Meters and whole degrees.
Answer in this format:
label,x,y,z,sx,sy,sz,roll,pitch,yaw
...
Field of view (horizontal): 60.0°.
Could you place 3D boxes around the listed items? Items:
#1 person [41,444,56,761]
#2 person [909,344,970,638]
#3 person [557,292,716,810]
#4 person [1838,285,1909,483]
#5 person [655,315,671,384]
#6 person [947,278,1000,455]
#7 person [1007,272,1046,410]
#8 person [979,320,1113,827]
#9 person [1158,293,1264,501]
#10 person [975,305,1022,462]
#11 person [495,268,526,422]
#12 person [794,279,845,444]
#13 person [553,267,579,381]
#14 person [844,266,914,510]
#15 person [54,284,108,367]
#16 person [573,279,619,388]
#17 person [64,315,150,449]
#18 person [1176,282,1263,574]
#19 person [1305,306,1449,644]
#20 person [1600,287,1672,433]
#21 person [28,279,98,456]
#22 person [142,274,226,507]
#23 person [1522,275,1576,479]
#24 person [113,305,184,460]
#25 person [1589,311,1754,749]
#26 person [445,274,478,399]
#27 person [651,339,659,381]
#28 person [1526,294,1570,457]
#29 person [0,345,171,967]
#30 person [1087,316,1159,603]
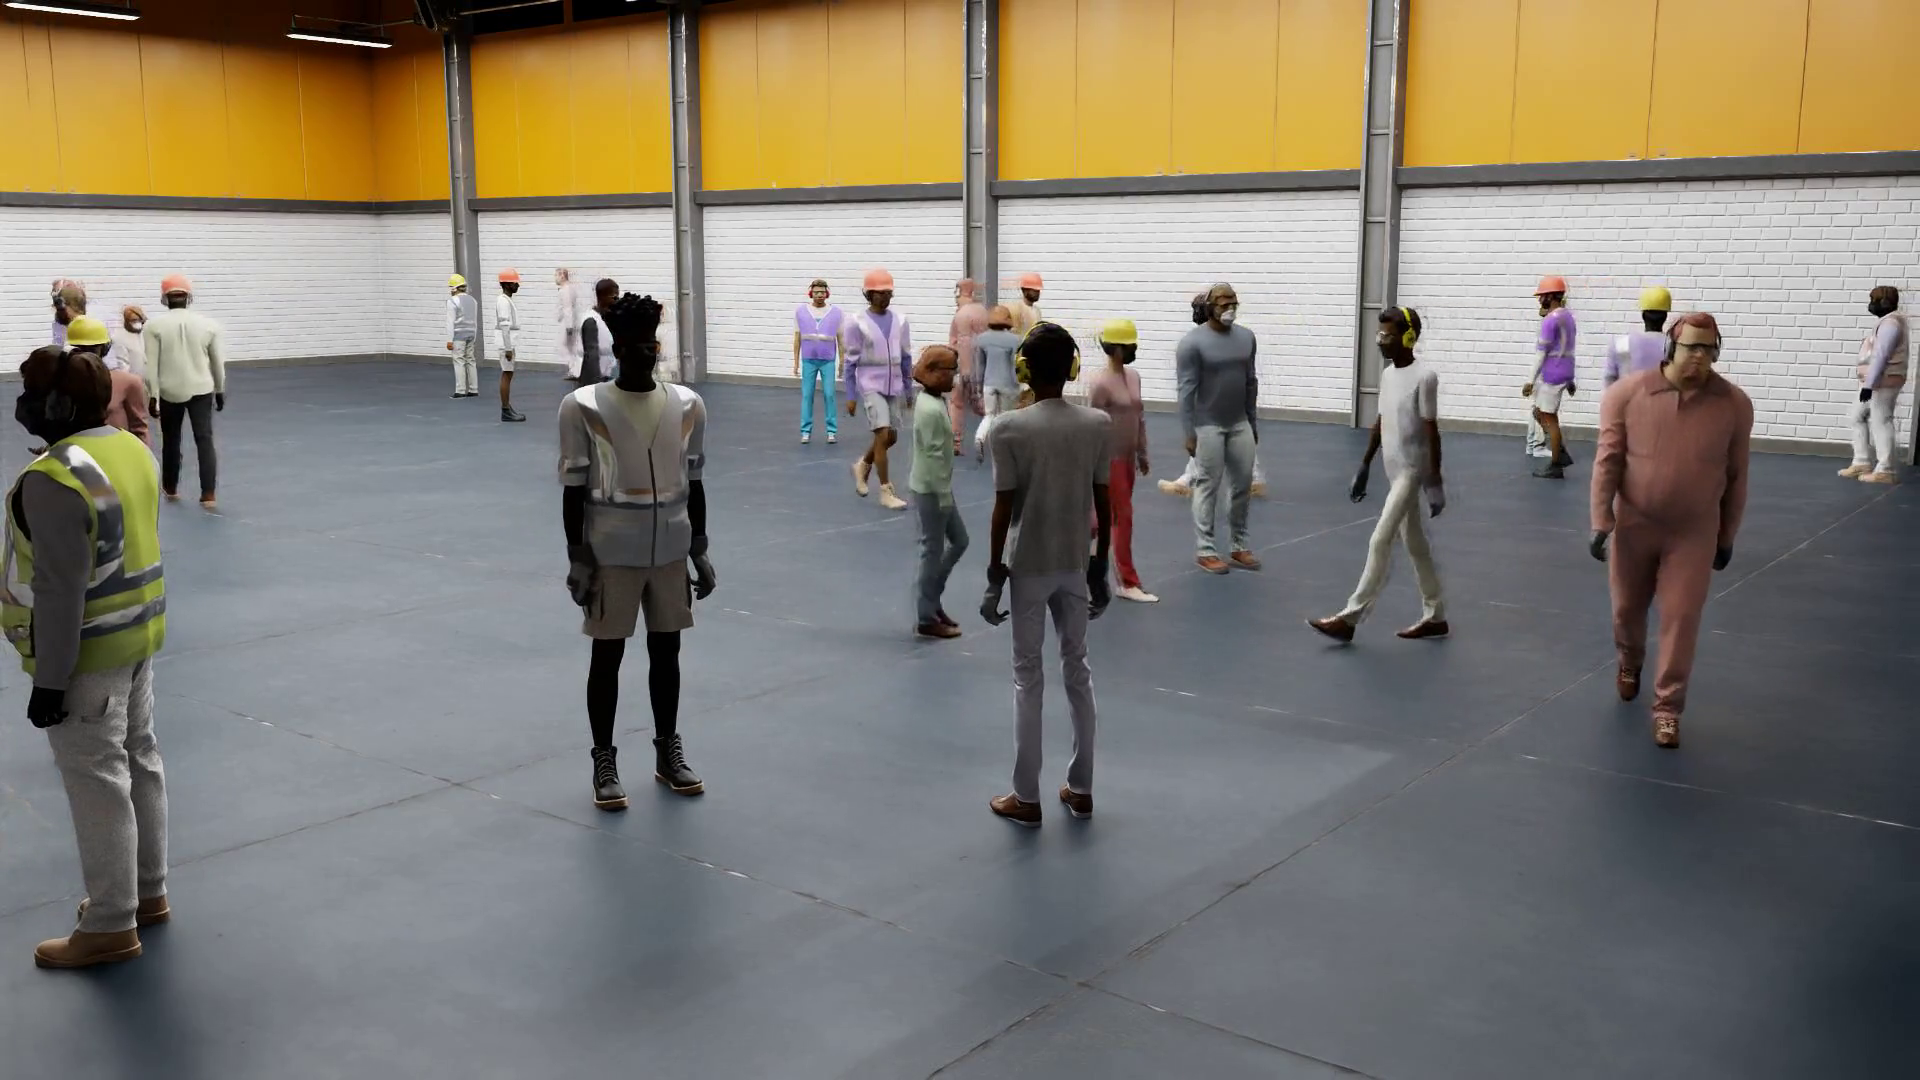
label,x,y,z,sx,sy,sz,roll,pitch,yaw
person,-3.564,0.118,6.718,0.317,1.695,0.540,-6,12,-33
person,-0.096,-0.257,9.089,0.362,1.621,0.533,0,10,2
person,-1.233,0.037,6.404,0.604,1.966,0.367,-6,12,-32
person,8.428,-1.436,15.399,0.610,1.824,0.638,4,11,24
person,-3.242,-1.685,17.497,0.859,1.589,0.537,0,10,2
person,0.168,-1.809,17.444,0.794,1.870,0.654,4,11,22
person,0.748,-1.945,18.076,0.473,1.917,0.572,6,11,30
person,0.319,0.129,6.163,0.531,1.867,0.322,-4,11,-23
person,2.196,-1.218,14.249,0.990,1.774,0.671,-2,10,-9
person,0.365,-1.532,16.578,0.499,1.616,0.584,4,11,24
person,-5.704,-2.472,21.092,0.375,1.939,0.546,-2,10,-11
person,-1.572,-1.990,18.594,0.566,1.836,0.385,0,10,0
person,-6.550,-3.580,27.694,0.447,1.893,0.656,-1,10,-5
person,-0.706,-1.282,13.954,0.617,2.016,0.870,-7,12,-35
person,-6.180,-0.870,11.894,0.498,1.897,0.697,-4,10,-21
person,-3.295,-1.484,15.514,0.874,1.874,0.627,2,10,12
person,-4.930,-0.400,9.539,0.533,1.765,0.325,-2,10,-12
person,1.732,-0.742,11.056,0.664,1.930,0.441,-5,11,-28
person,2.286,-0.335,8.980,0.950,1.823,0.546,-2,10,-9
person,4.889,-0.855,11.873,0.601,1.880,0.974,3,10,19
person,-8.970,-1.681,16.717,0.985,1.852,0.670,-1,10,-6
person,-6.549,-1.264,14.063,0.659,1.933,1.040,-7,12,-35
person,5.581,-1.534,15.689,0.449,1.916,0.560,7,12,34
person,-8.220,-1.564,16.819,0.759,1.592,0.525,8,12,38
person,3.136,-0.084,7.390,0.646,1.872,0.852,4,10,20
person,-7.296,-2.966,24.321,0.404,1.824,0.586,4,11,22
person,-3.174,-1.437,16.070,0.772,1.602,0.532,7,12,36
person,6.165,-1.736,17.409,0.329,1.734,0.479,-1,10,-3
person,-2.619,0.343,4.988,0.429,1.844,0.627,-1,10,-5
person,0.902,-0.511,10.260,0.761,1.745,0.528,7,12,34
